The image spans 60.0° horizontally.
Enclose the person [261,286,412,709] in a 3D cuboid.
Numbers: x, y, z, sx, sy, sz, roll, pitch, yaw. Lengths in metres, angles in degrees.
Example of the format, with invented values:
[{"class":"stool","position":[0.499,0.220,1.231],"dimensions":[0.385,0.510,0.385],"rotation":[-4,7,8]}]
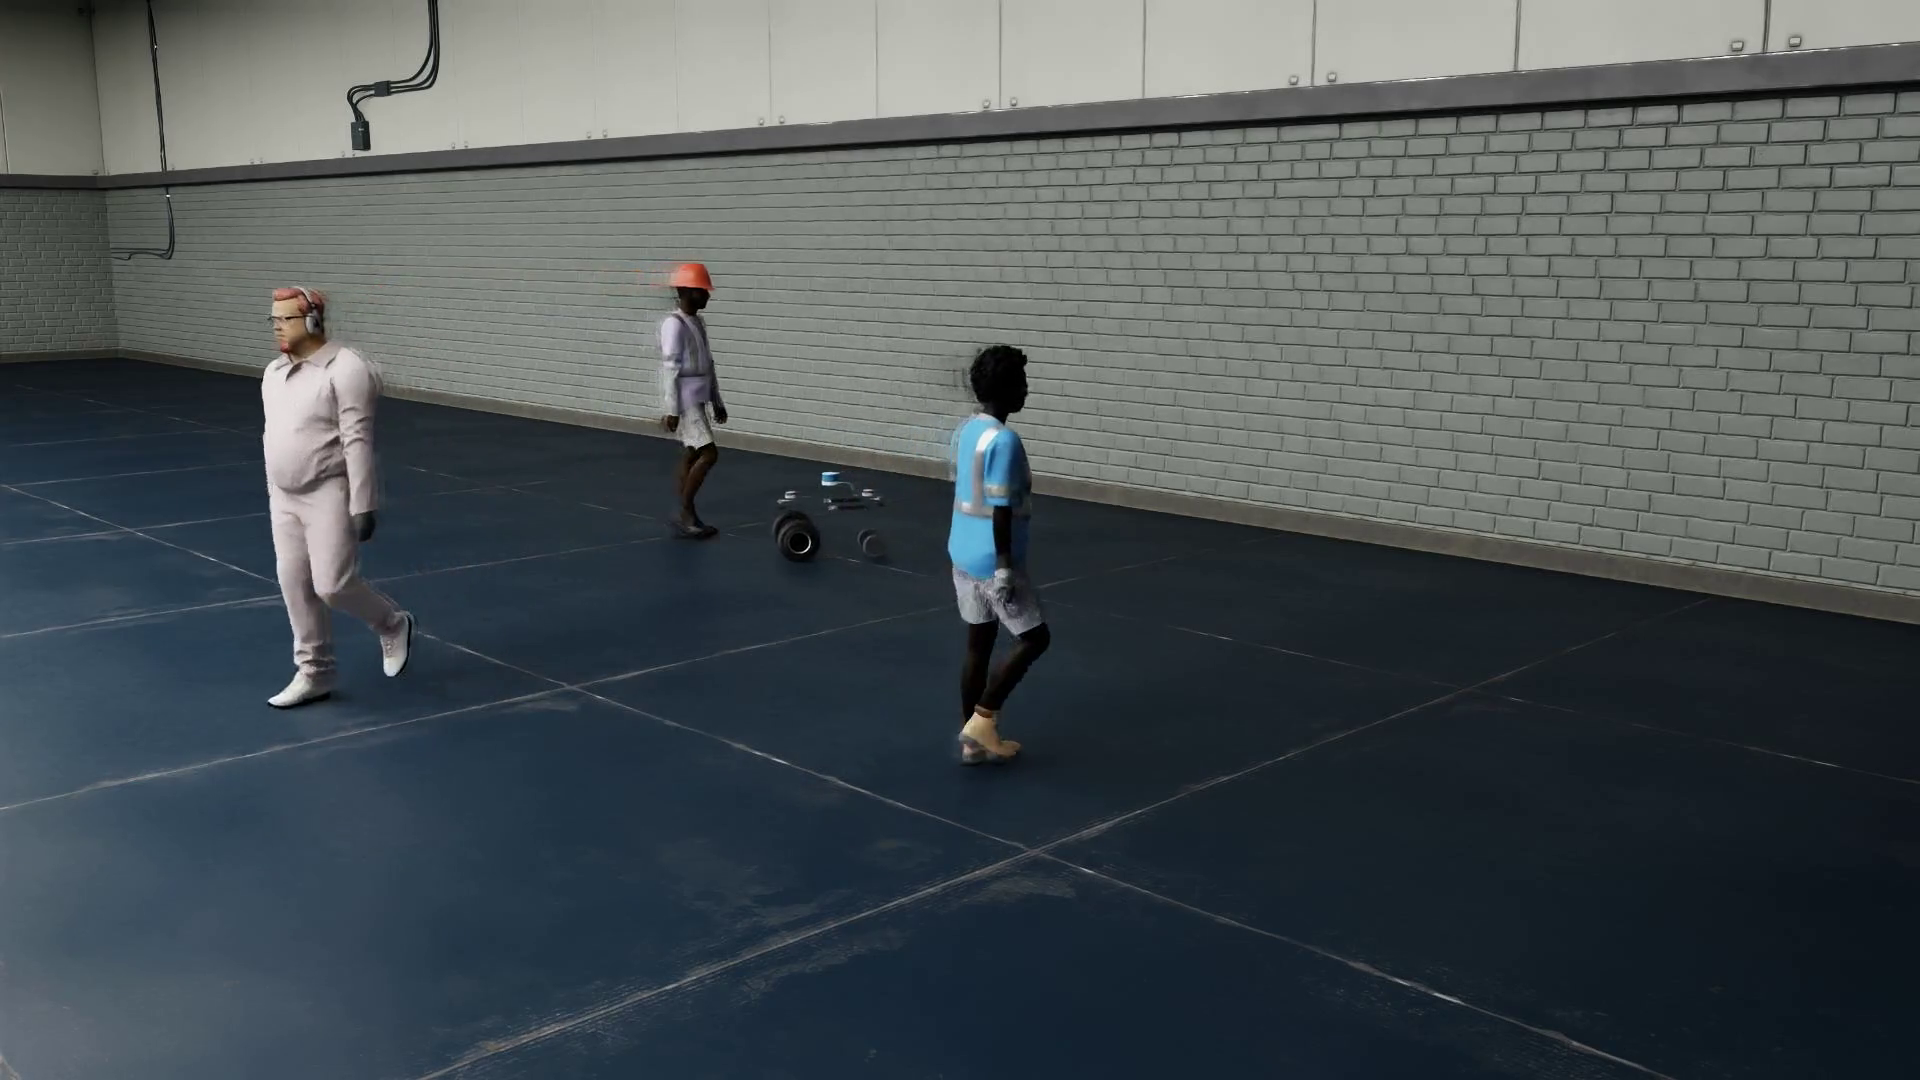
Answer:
[{"class":"person","position":[-2.874,-0.201,7.537],"dimensions":[0.658,1.885,0.597],"rotation":[6,12,28]}]

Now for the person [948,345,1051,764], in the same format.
[{"class":"person","position":[0.148,0.073,6.580],"dimensions":[0.370,1.682,0.553],"rotation":[-3,11,-15]}]

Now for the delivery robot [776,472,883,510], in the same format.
[{"class":"delivery robot","position":[-0.867,-0.334,11.057],"dimensions":[0.698,0.223,0.335],"rotation":[-2,11,-11]}]

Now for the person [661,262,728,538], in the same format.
[{"class":"person","position":[-1.830,-0.964,11.601],"dimensions":[0.453,1.920,0.556],"rotation":[1,10,7]}]
